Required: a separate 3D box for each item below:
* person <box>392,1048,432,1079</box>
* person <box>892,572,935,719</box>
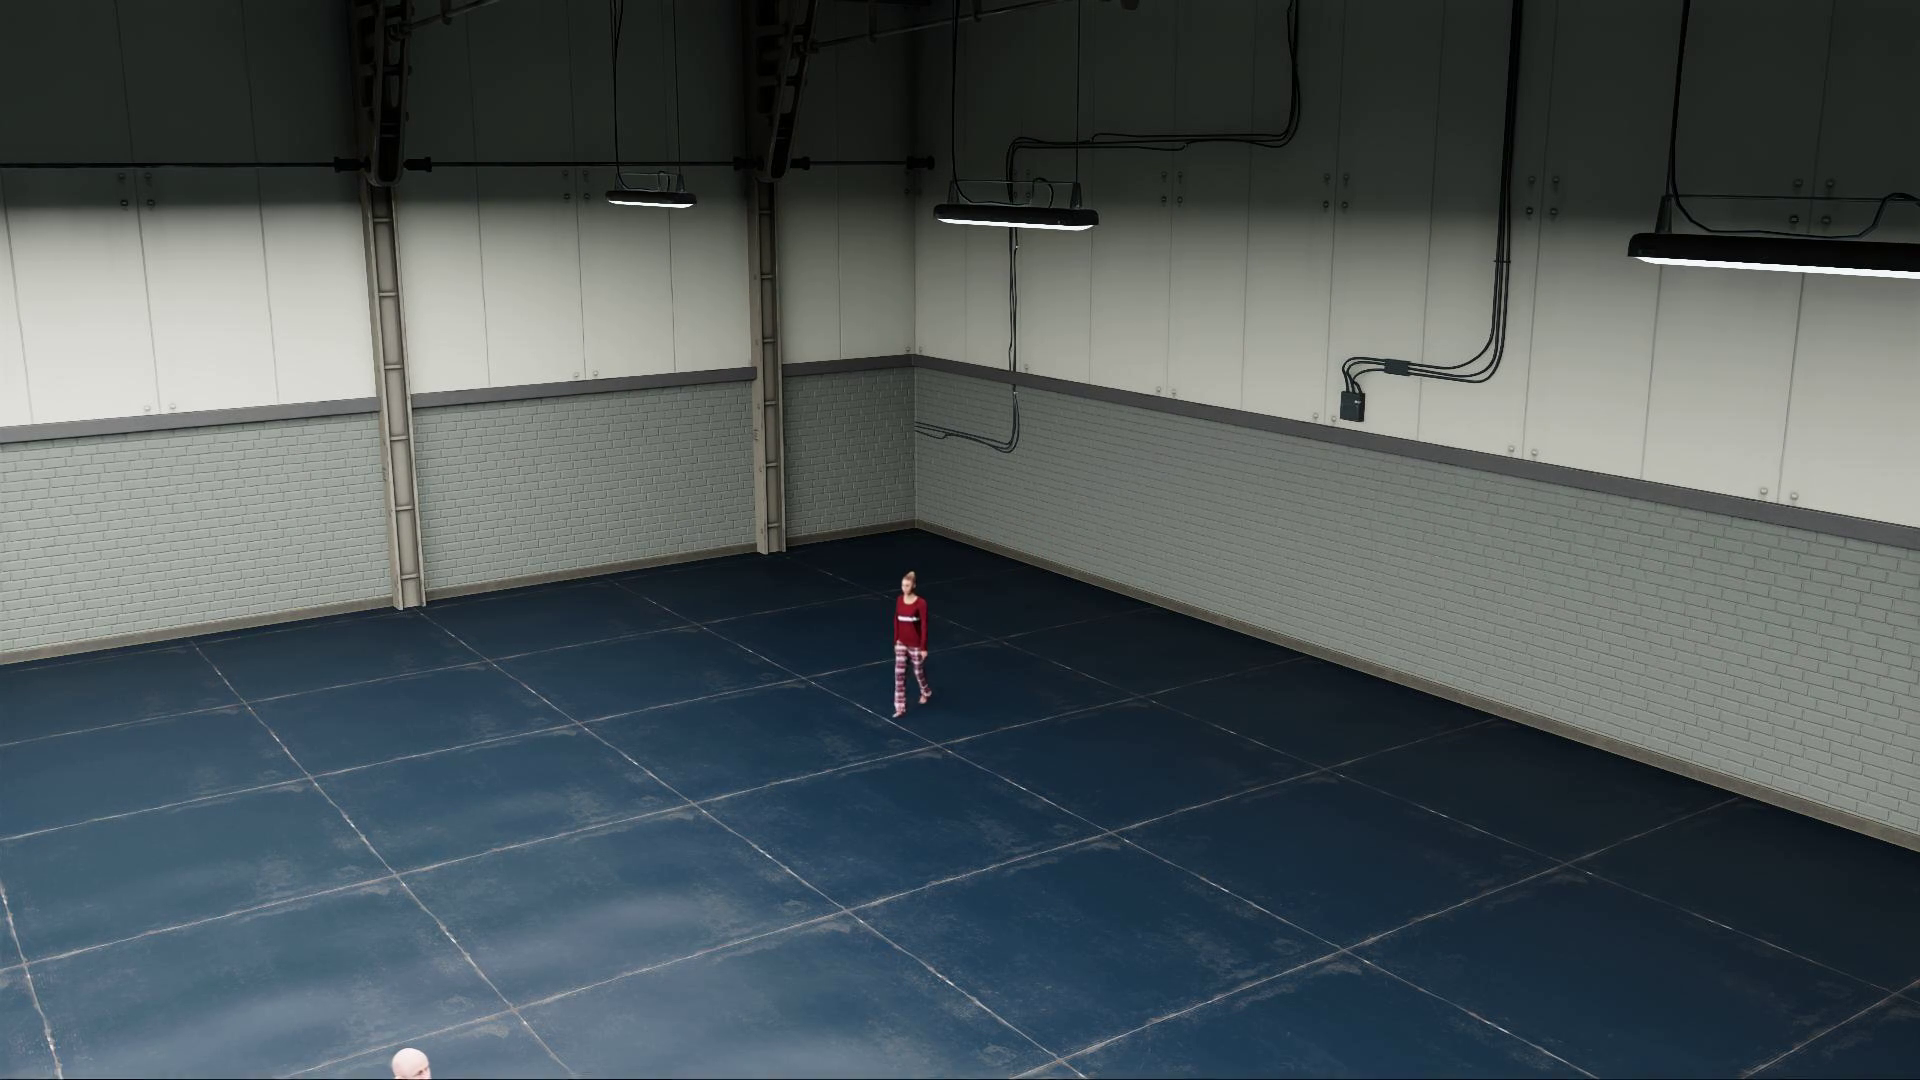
[{"bbox_3d":[-2.935,3.573,8.981,0.832,1.835,0.731,4,14,19],"label":"person"},{"bbox_3d":[-0.534,1.219,19.543,0.948,1.655,1.134,6,15,26],"label":"person"}]
